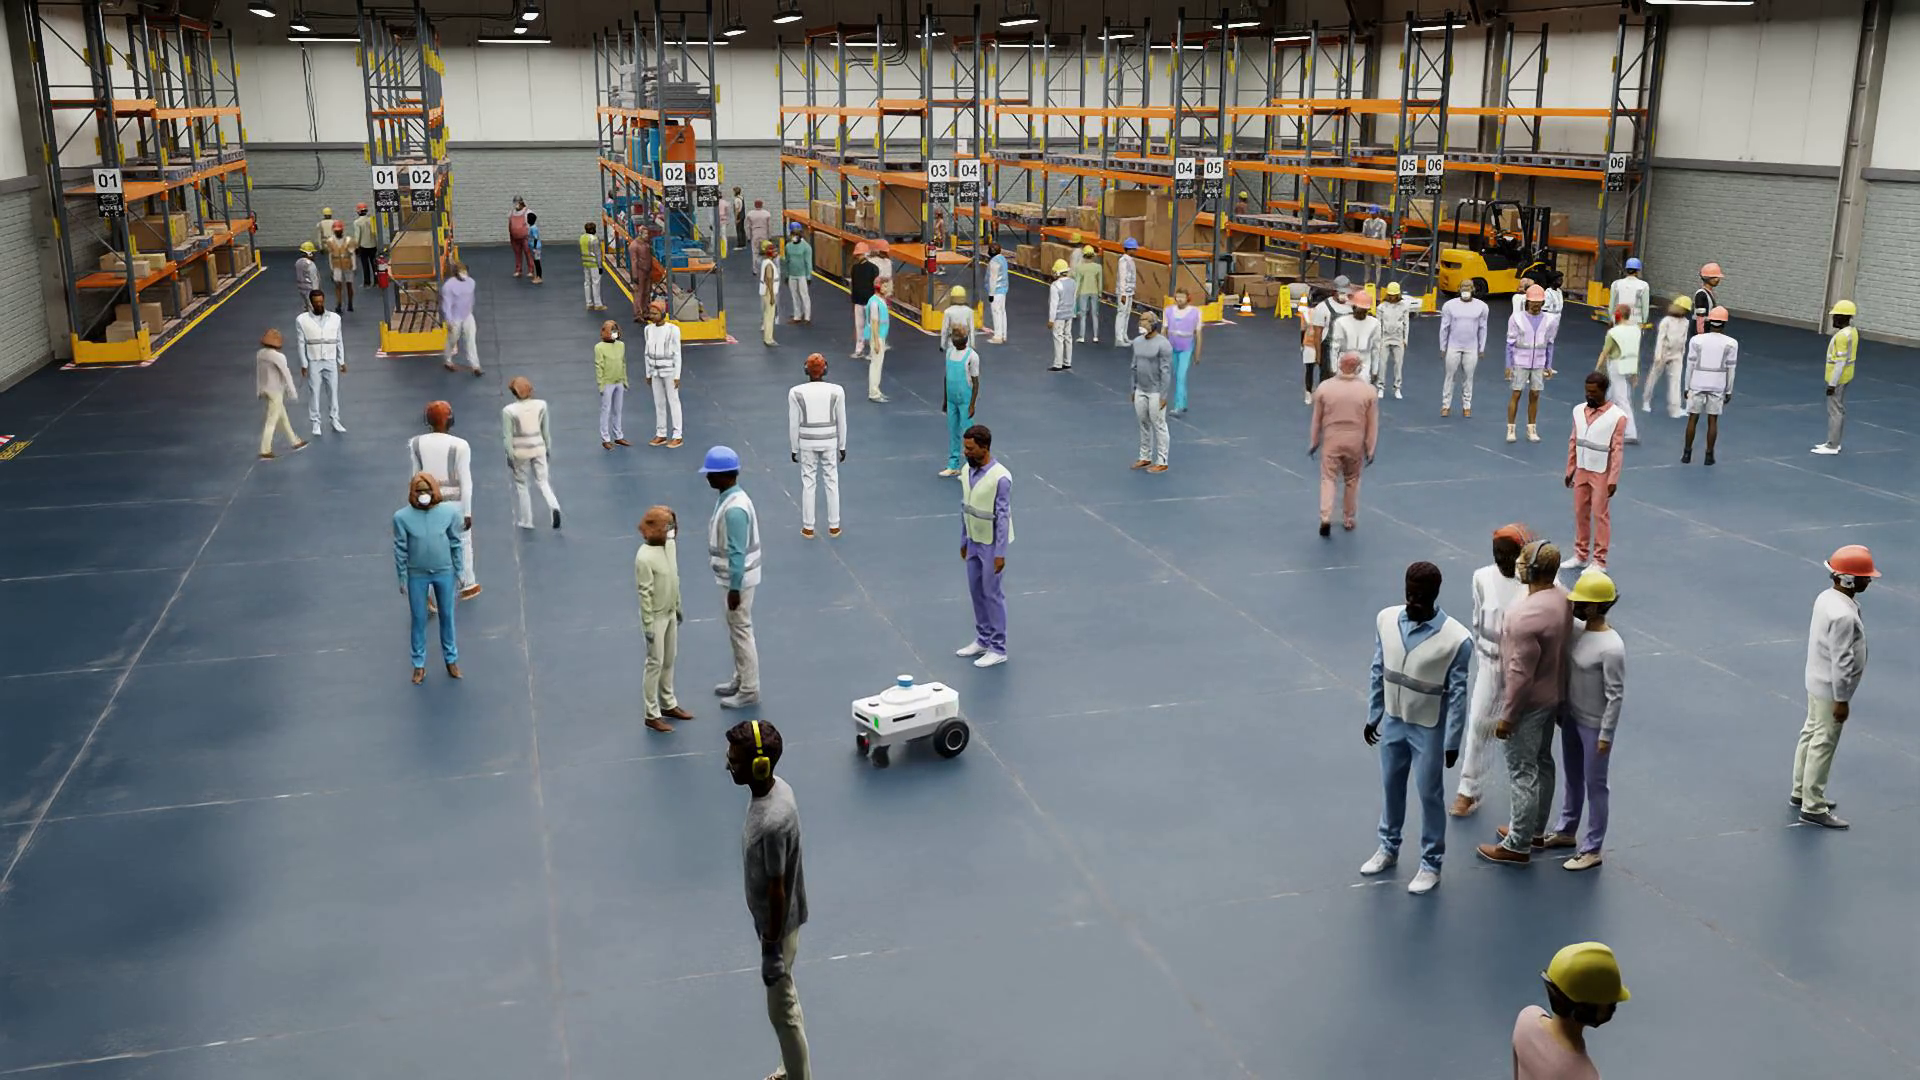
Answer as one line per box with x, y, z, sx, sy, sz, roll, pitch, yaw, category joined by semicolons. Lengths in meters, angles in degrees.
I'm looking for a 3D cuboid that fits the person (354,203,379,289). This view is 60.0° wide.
-13.897;-6.883;38.922;0.379;1.996;0.608;9;17;31;person

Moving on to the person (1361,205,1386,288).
9.700;-6.909;39.128;0.609;1.939;0.412;13;20;41;person

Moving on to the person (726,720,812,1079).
-0.810;1.643;7.112;0.328;1.861;0.507;-3;15;-11;person

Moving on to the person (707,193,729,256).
-6.883;-8.980;47.203;0.651;1.791;0.955;-9;17;-29;person

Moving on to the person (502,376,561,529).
-4.380;-0.869;17.025;0.522;1.618;0.600;-12;19;-38;person

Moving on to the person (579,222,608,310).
-7.720;-5.758;34.985;0.626;1.846;0.429;12;19;39;person

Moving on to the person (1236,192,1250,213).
8.078;-9.067;47.627;0.343;1.752;0.573;-6;16;-20;person

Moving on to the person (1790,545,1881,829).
5.354;0.879;10.178;0.326;1.752;0.563;4;15;15;person

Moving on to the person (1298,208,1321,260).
8.909;-7.652;42.485;0.547;1.656;0.870;-5;16;-18;person

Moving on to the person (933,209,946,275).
-0.519;-7.526;42.024;0.313;1.639;0.517;-5;16;-17;person

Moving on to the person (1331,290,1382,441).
5.063;-2.203;21.337;0.626;2.008;0.678;2;15;6;person

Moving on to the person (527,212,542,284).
-10.229;-7.012;39.982;0.322;1.697;0.535;-5;16;-17;person

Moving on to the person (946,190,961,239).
-0.198;-10.333;52.621;0.499;1.628;0.282;3;15;12;person

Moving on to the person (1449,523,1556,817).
3.461;0.777;10.420;0.582;1.844;0.976;13;19;40;person

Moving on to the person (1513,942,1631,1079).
1.960;2.126;5.481;0.341;1.757;0.518;-2;15;-9;person

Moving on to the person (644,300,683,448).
-3.787;-2.118;21.231;0.576;1.876;0.346;8;17;29;person

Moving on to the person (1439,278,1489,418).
7.005;-2.674;23.193;0.638;1.938;0.357;4;15;13;person

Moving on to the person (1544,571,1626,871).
3.593;1.032;9.579;0.327;1.769;0.525;-3;15;-10;person

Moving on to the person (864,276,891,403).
-1.216;-2.936;24.365;0.373;1.840;0.571;1;15;5;person

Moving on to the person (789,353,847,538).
-1.431;-0.946;16.800;0.575;1.883;0.355;-2;15;-9;person

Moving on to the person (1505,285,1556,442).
7.358;-2.272;21.479;0.615;2.042;0.372;1;15;2;person

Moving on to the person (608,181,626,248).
-10.048;-9.560;48.993;0.611;1.997;0.375;0;15;1;person

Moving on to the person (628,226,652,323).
-6.308;-5.282;33.096;0.400;1.900;0.644;5;16;18;person

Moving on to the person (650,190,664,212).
-8.349;-8.754;46.135;0.399;1.919;0.601;-14;20;-43;person

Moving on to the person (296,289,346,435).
-8.477;-2.373;22.099;0.587;1.920;0.394;-10;18;-34;person

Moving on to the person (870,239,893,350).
-1.447;-4.367;29.532;0.572;1.963;0.623;12;19;38;person

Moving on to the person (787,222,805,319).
-3.276;-5.453;33.652;0.410;1.938;0.617;-4;15;-14;person

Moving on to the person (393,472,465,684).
-4.028;0.277;12.675;0.501;1.632;0.280;-6;16;-21;person

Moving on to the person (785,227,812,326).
-3.160;-5.158;32.561;0.634;1.931;0.363;10;18;32;person

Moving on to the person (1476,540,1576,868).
3.283;0.938;9.602;0.372;1.940;0.631;12;19;39;person

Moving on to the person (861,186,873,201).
-2.712;-9.540;49.195;0.514;1.860;0.328;10;18;33;person

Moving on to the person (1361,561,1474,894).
2.568;1.027;9.332;0.389;1.911;0.593;-13;19;-40;person

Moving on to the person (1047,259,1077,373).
1.633;-3.635;27.008;0.403;1.837;0.586;13;20;40;person

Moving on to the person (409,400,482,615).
-4.494;-0.291;14.415;0.583;1.851;0.949;3;15;10;person

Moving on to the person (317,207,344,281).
-15.244;-7.153;40.322;0.592;1.801;0.847;-2;15;-9;person

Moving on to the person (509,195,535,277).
-10.949;-7.573;41.435;0.682;2.000;0.535;3;15;13;person

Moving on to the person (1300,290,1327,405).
5.254;-2.855;24.402;0.537;1.672;0.748;5;16;17;person

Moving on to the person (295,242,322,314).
-11.862;-4.516;30.361;0.590;1.823;0.404;12;19;39;person
